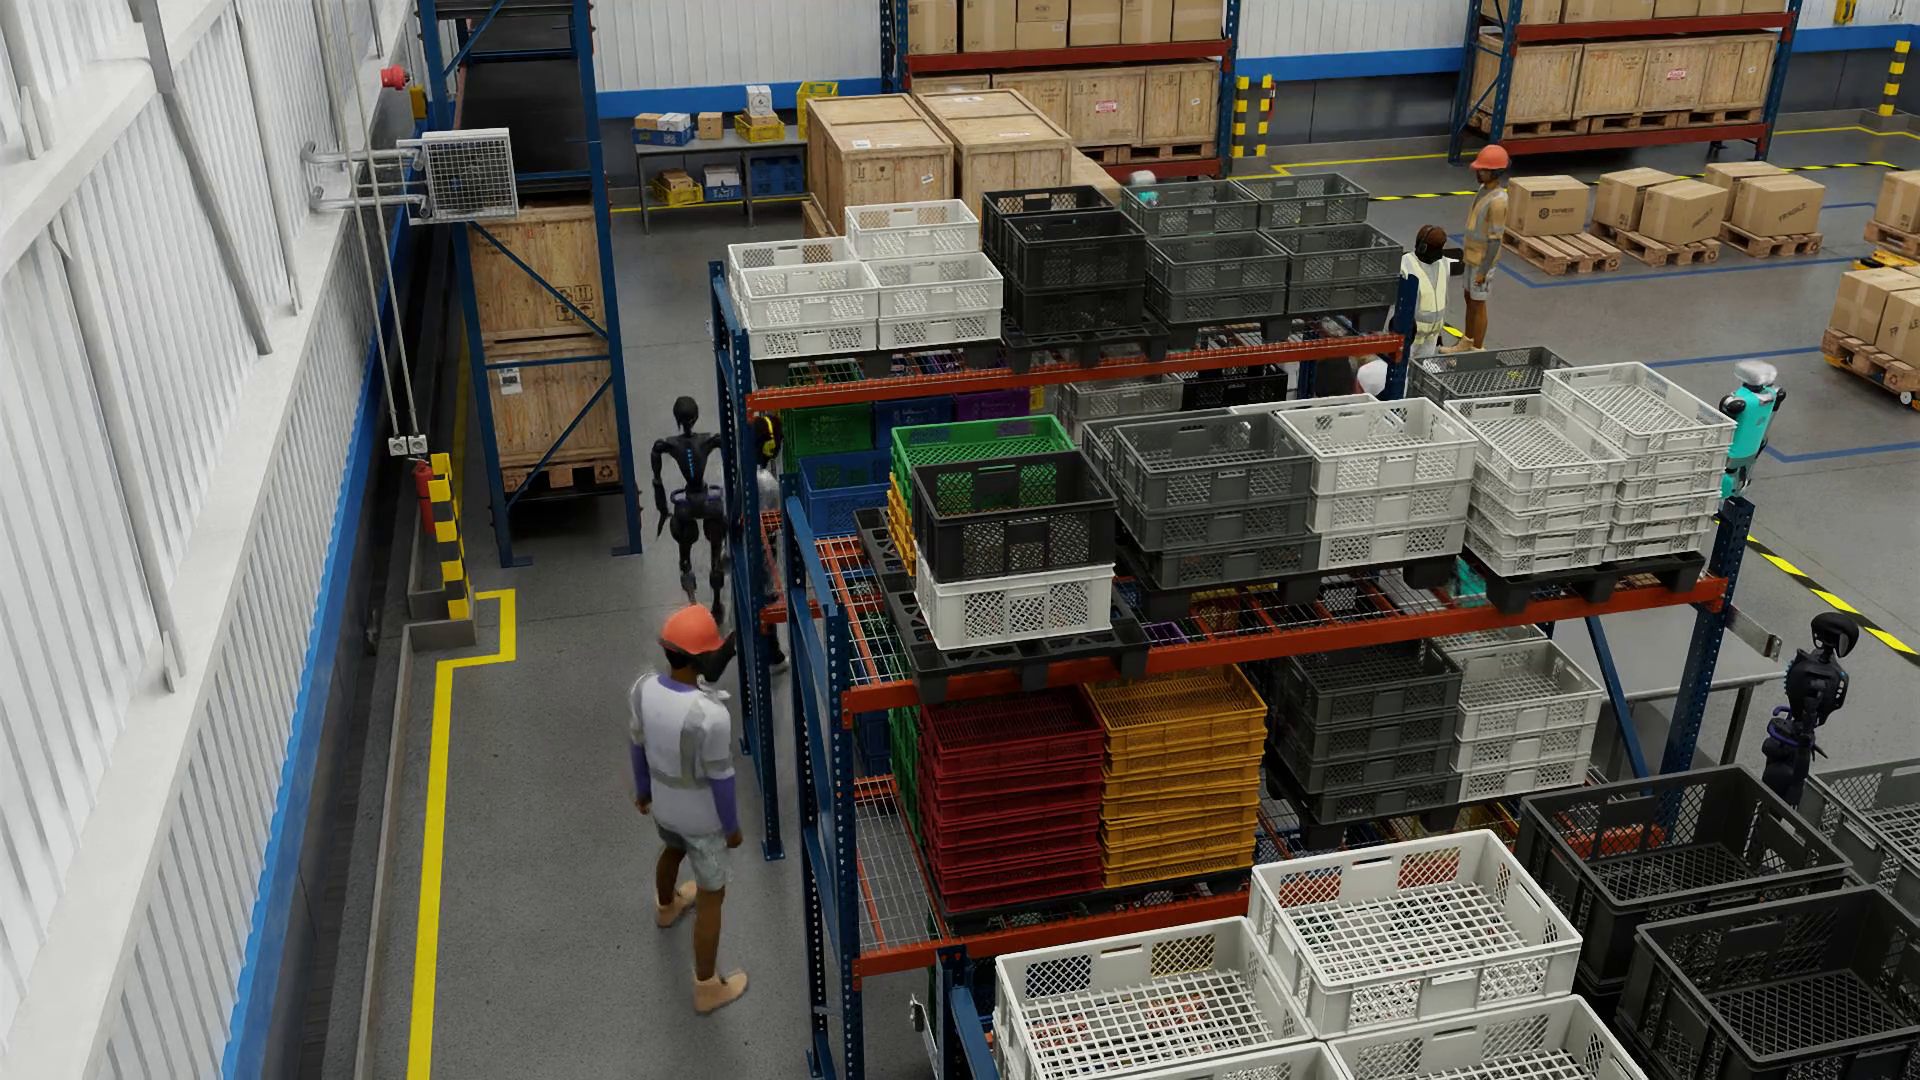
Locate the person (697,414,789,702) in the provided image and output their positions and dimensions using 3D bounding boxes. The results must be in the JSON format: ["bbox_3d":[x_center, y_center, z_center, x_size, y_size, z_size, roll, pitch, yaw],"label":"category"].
[{"bbox_3d":[-1.331,0.132,10.135,0.813,1.828,0.544,-17,32,-29],"label":"person"}]

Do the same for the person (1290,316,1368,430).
[{"bbox_3d":[2.757,-1.097,12.474,0.518,1.810,0.665,24,36,37],"label":"person"}]

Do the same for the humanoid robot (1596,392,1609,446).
[{"bbox_3d":[4.080,-0.262,11.066,0.610,1.636,0.707,-10,29,-18],"label":"humanoid robot"}]

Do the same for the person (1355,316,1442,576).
[{"bbox_3d":[2.971,-0.635,11.493,0.585,1.911,0.400,2,28,3],"label":"person"}]

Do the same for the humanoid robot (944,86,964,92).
[{"bbox_3d":[0.161,-4.025,18.213,0.731,1.877,0.536,-6,28,-11],"label":"humanoid robot"}]

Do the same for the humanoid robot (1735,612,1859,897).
[{"bbox_3d":[4.243,1.091,8.449,0.315,1.657,0.599,15,31,26],"label":"humanoid robot"}]

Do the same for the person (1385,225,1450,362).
[{"bbox_3d":[3.712,-1.677,13.557,0.628,1.835,0.429,-15,31,-26],"label":"person"}]

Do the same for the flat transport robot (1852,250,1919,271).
[{"bbox_3d":[10.271,-2.938,17.591,1.431,0.197,0.652,-9,29,-17],"label":"flat transport robot"}]

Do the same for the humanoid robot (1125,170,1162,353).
[{"bbox_3d":[1.371,-2.433,15.143,0.882,1.823,0.549,-9,29,-16],"label":"humanoid robot"}]

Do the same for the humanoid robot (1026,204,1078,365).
[{"bbox_3d":[0.903,-2.102,14.469,1.037,1.728,0.550,-11,30,-19],"label":"humanoid robot"}]

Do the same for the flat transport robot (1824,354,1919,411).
[{"bbox_3d":[8.473,-1.467,14.800,0.652,0.197,1.431,-6,28,-12],"label":"flat transport robot"}]

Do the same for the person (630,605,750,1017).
[{"bbox_3d":[-1.321,1.211,7.925,0.797,1.993,0.587,22,35,36],"label":"person"}]

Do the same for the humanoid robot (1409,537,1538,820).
[{"bbox_3d":[2.662,0.792,8.910,0.534,1.741,0.701,20,34,32],"label":"humanoid robot"}]

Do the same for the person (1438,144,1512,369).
[{"bbox_3d":[4.658,-2.540,14.962,0.365,2.047,0.607,1,28,1],"label":"person"}]

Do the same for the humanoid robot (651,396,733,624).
[{"bbox_3d":[-1.691,-0.161,10.834,0.586,1.642,0.460,-4,28,-7],"label":"humanoid robot"}]

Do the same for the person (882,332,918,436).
[{"bbox_3d":[-0.455,-0.884,12.117,0.317,1.766,0.533,8,29,14],"label":"person"}]

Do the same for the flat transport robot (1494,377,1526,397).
[{"bbox_3d":[4.780,-1.036,14.013,0.659,0.231,1.431,-6,28,-12],"label":"flat transport robot"}]

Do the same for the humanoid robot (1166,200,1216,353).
[{"bbox_3d":[1.986,-2.007,14.376,0.829,1.866,0.553,-7,29,-13],"label":"humanoid robot"}]

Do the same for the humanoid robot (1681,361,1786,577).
[{"bbox_3d":[5.015,-0.483,11.244,0.533,1.677,0.735,-15,31,-26],"label":"humanoid robot"}]
